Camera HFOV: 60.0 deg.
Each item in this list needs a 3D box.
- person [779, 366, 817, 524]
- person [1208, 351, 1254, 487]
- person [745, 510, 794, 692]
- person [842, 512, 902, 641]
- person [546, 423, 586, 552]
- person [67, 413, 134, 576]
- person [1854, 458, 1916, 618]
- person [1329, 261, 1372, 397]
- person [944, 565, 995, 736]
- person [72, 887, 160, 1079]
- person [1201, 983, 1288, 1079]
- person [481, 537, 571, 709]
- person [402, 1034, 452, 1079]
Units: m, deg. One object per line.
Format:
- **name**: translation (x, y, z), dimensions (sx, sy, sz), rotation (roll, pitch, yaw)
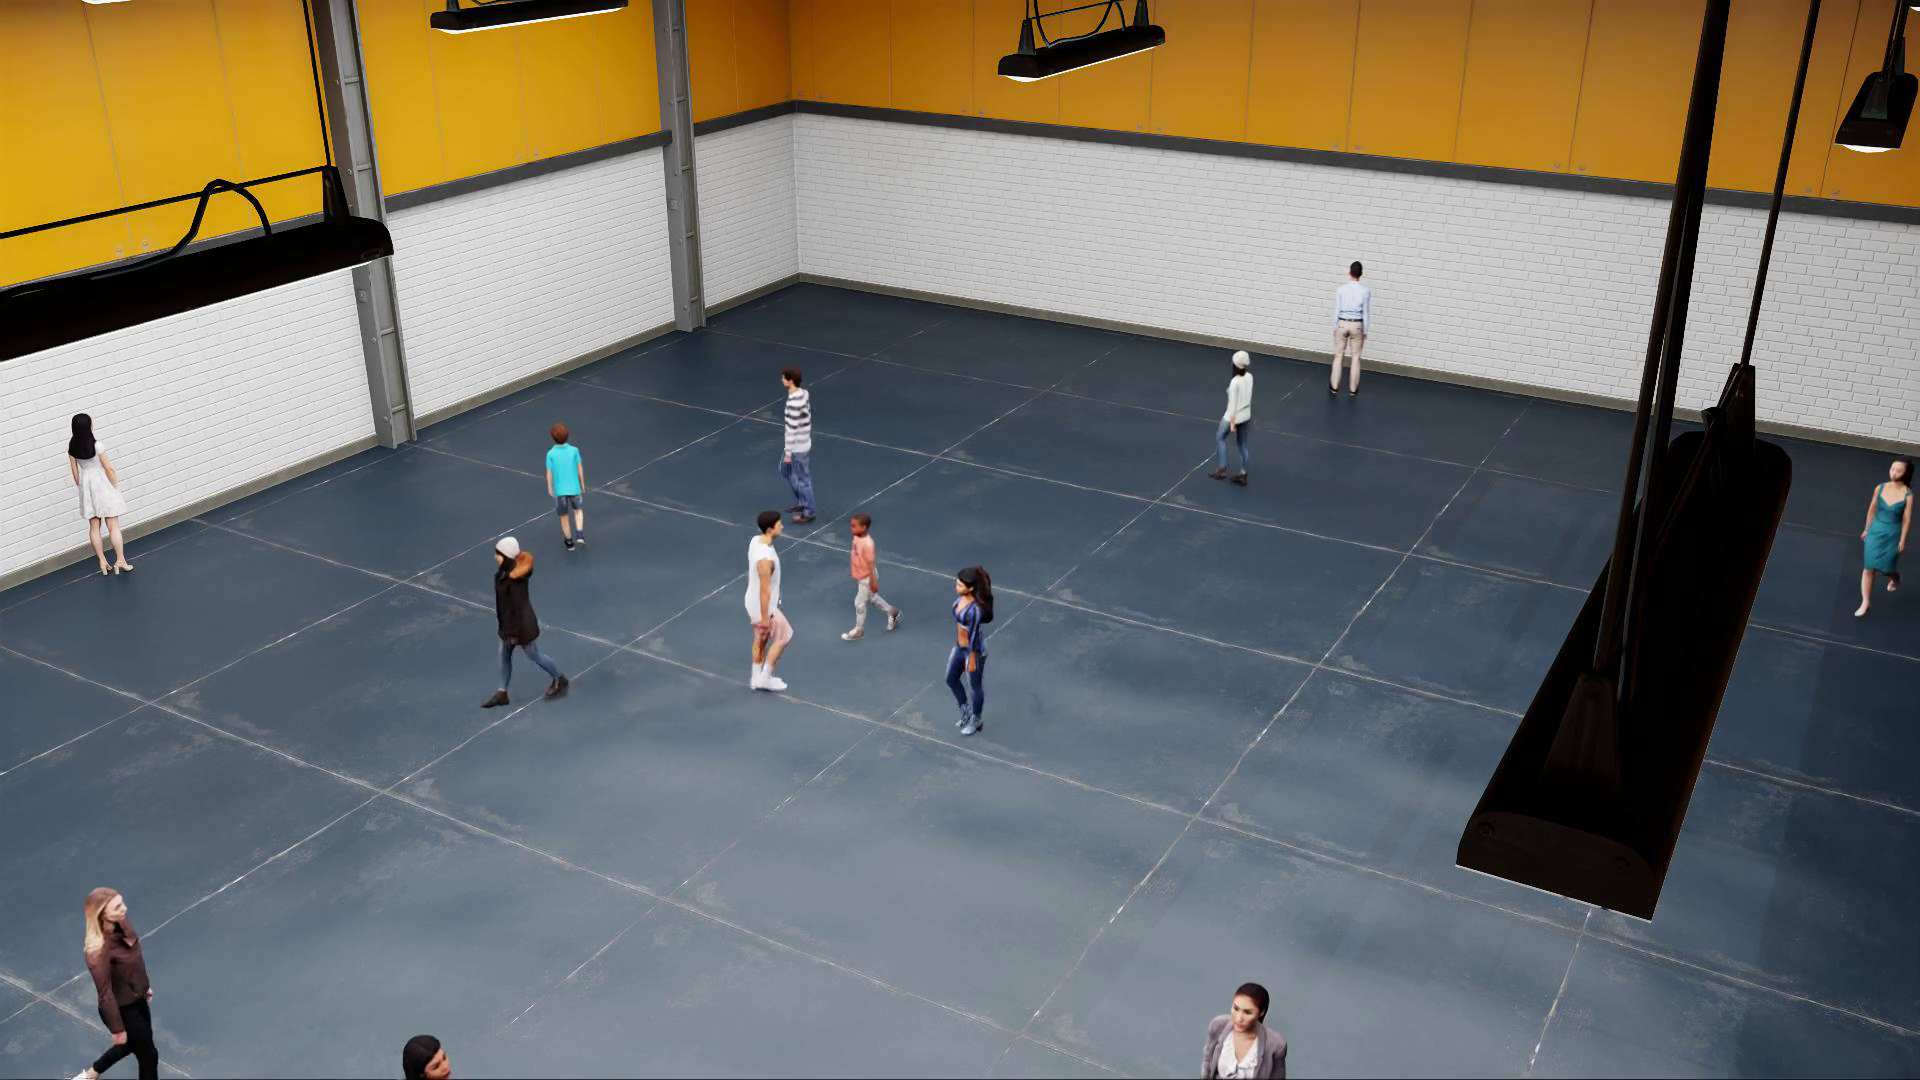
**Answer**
- **person**: translation (-1.716, -1.057, 18.607), dimensions (0.857, 1.838, 0.758), rotation (1, 24, 3)
- **person**: translation (3.354, -1.428, 19.716), dimensions (0.761, 1.628, 0.759), rotation (-19, 30, -36)
- **person**: translation (-1.853, 0.576, 14.959), dimensions (0.850, 1.767, 0.800), rotation (-9, 25, -19)
- **person**: translation (-0.856, 0.327, 16.116), dimensions (0.927, 1.297, 0.814), rotation (-10, 26, -22)
- **person**: translation (-4.229, -0.555, 17.945), dimensions (0.627, 1.447, 0.699), rotation (-9, 25, -20)
- **person**: translation (-9.000, -0.482, 17.369), dimensions (0.763, 1.775, 0.789), rotation (1, 24, 2)
- **person**: translation (9.197, -0.028, 16.465), dimensions (0.945, 1.667, 0.779), rotation (-16, 28, -32)
- **person**: translation (5.354, -2.905, 22.824), dimensions (0.689, 1.845, 0.656), rotation (6, 24, 14)
- **person**: translation (0.152, 0.946, 14.307), dimensions (0.783, 1.611, 0.749), rotation (-11, 26, -24)
- **person**: translation (-5.087, 2.796, 9.979), dimensions (0.993, 1.688, 0.966), rotation (-3, 24, -8)
- **person**: translation (1.549, 3.142, 9.200), dimensions (0.613, 1.678, 0.582), rotation (12, 26, 26)
- **person**: translation (-3.852, 0.733, 14.805), dimensions (1.137, 1.602, 0.923), rotation (-15, 28, -30)
- **person**: translation (-2.836, 3.327, 8.799), dimensions (0.922, 1.661, 1.162), rotation (4, 24, 8)
